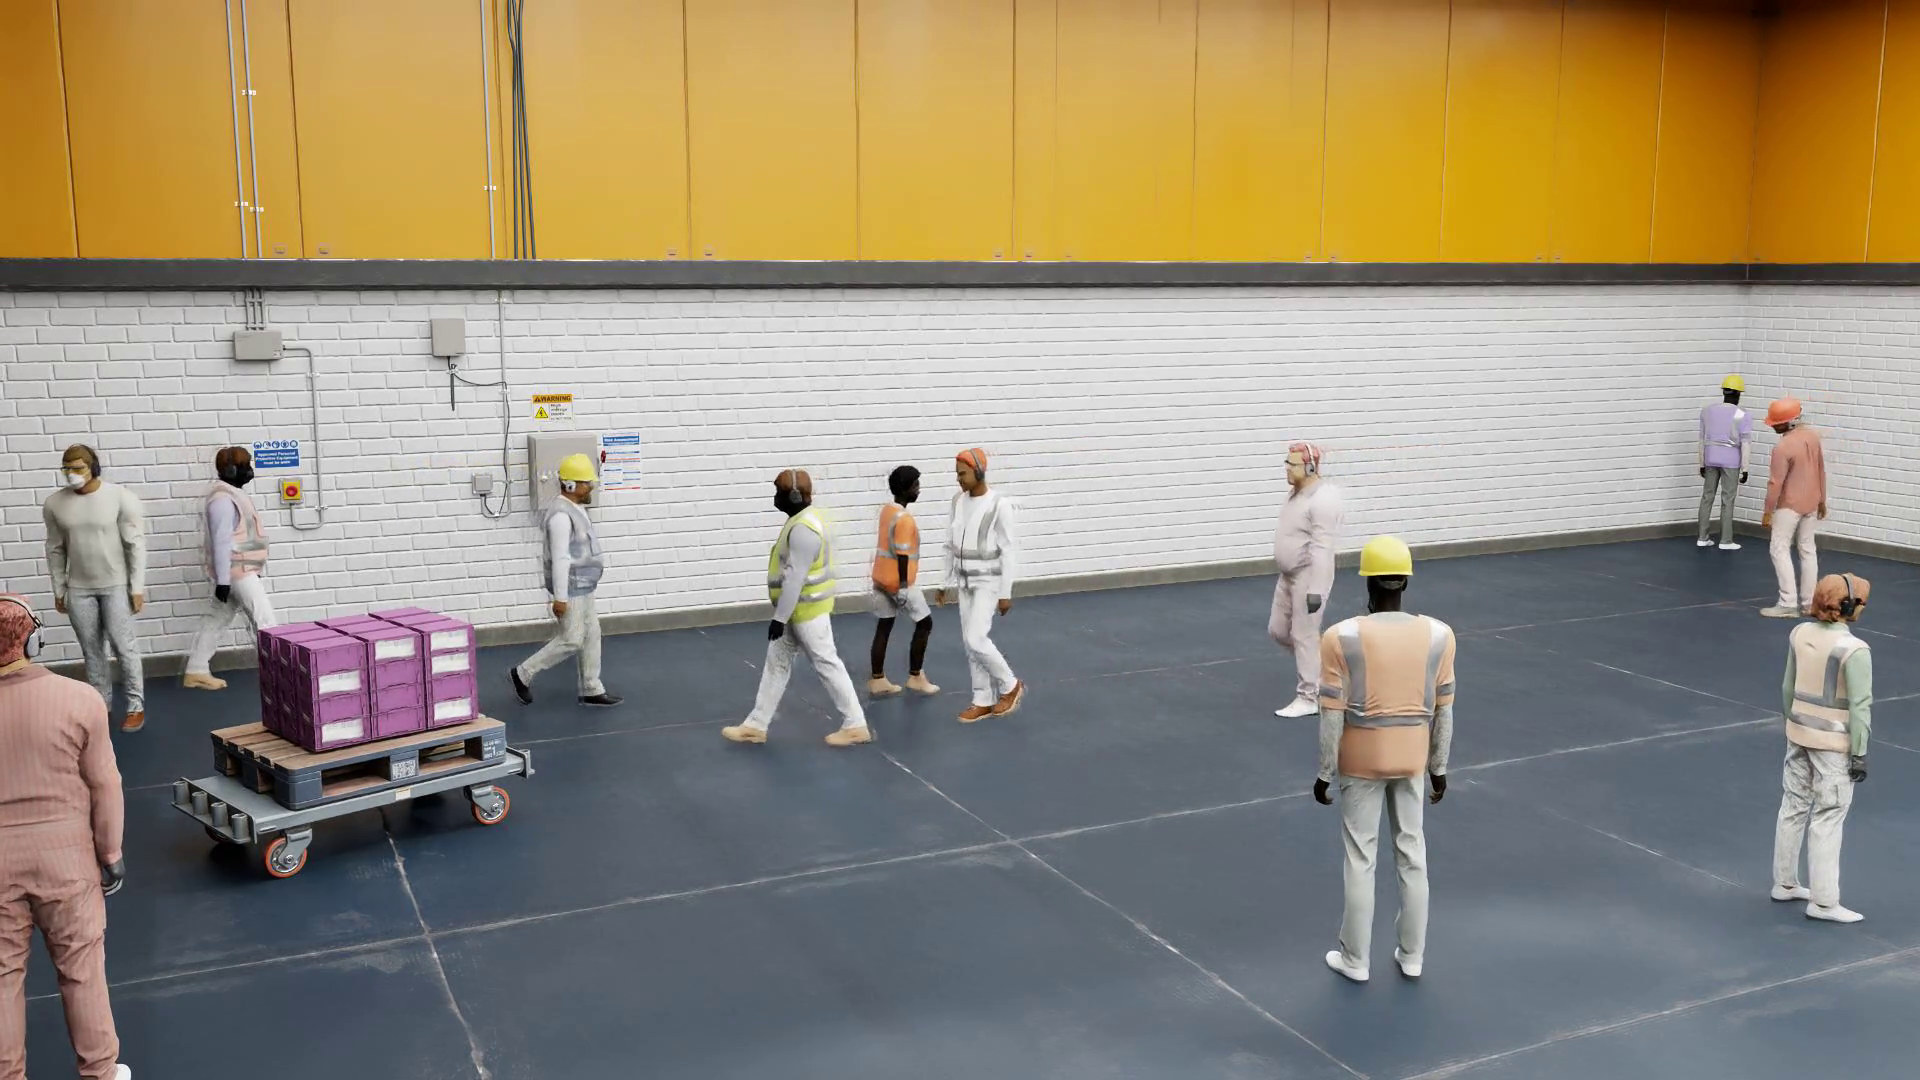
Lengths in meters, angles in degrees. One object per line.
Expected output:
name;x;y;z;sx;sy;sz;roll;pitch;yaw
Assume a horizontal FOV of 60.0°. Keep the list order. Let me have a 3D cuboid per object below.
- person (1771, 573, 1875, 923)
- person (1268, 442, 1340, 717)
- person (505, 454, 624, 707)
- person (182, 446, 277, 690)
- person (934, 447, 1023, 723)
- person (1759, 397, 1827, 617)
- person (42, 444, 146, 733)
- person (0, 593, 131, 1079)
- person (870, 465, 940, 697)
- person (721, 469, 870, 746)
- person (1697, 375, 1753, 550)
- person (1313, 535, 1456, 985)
person;4.068;0.965;7.827;0.310;1.638;0.523;-2;9;-11
person;2.372;0.271;11.368;0.475;1.893;0.651;-2;9;-13
person;-2.742;0.300;11.457;0.708;1.803;0.594;0;9;-3
person;-5.222;0.211;12.039;0.945;1.797;0.639;-3;10;-18
person;0.111;0.307;11.191;0.406;1.870;0.583;-7;12;-38
person;7.399;-0.290;14.702;0.772;1.949;0.393;-5;10;-29
person;-5.678;0.326;10.944;0.648;1.924;0.424;0;9;-1
person;-3.327;1.134;5.943;0.639;1.910;0.407;-4;10;-22
person;-0.378;0.295;11.855;0.616;1.671;0.542;-4;10;-25
person;-1.023;0.445;10.595;0.953;1.799;0.634;-2;9;-10
person;8.377;-0.848;18.213;0.391;1.918;0.581;-7;12;-38
person;1.798;0.937;7.115;0.594;1.922;0.386;-1;9;-7
